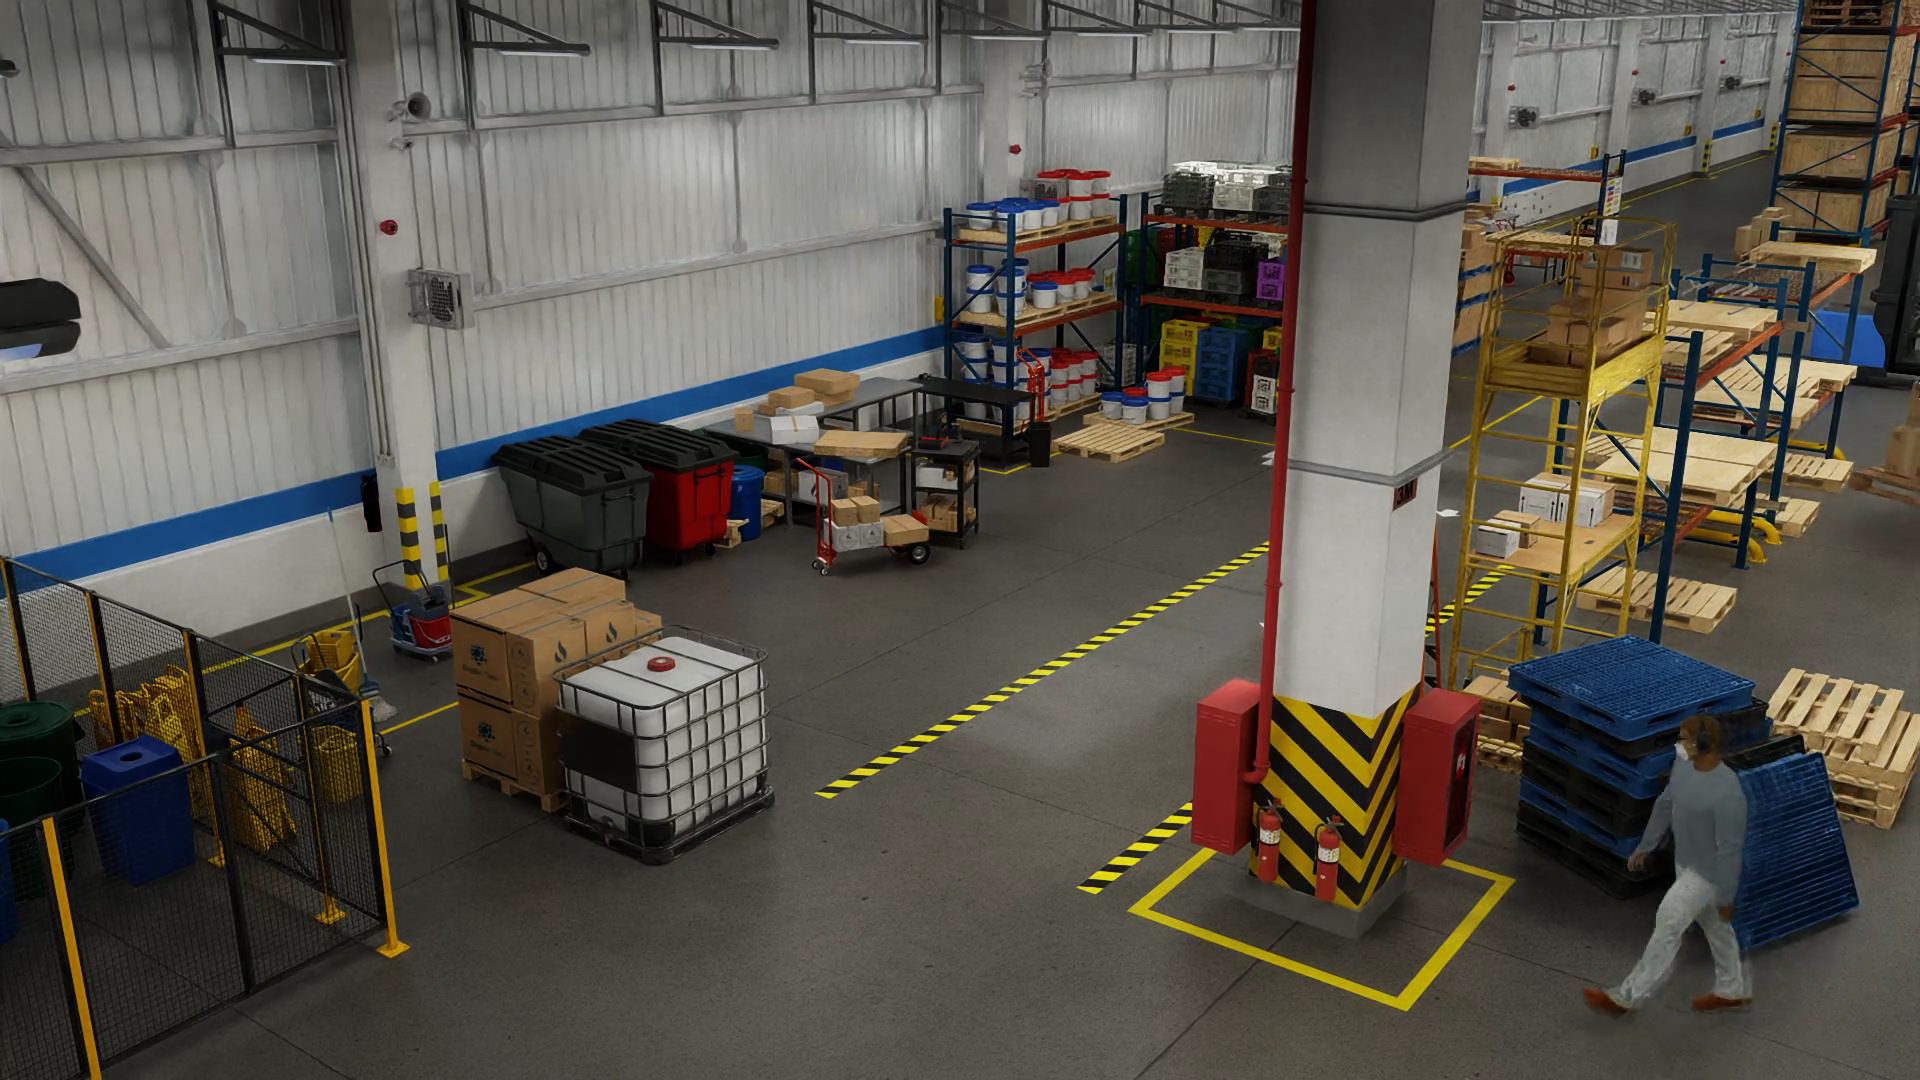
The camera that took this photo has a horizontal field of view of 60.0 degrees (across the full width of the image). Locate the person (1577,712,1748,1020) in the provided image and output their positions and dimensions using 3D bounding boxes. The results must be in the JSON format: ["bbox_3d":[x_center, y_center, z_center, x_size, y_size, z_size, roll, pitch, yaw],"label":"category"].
[{"bbox_3d":[4.104,1.875,9.464,1.066,1.870,0.638,1,18,2],"label":"person"}]

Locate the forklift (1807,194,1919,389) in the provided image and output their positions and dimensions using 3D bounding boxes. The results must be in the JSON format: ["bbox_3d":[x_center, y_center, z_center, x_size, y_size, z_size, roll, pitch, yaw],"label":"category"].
[{"bbox_3d":[14.147,-3.795,25.234,1.873,2.768,1.129,13,22,34],"label":"forklift"}]
